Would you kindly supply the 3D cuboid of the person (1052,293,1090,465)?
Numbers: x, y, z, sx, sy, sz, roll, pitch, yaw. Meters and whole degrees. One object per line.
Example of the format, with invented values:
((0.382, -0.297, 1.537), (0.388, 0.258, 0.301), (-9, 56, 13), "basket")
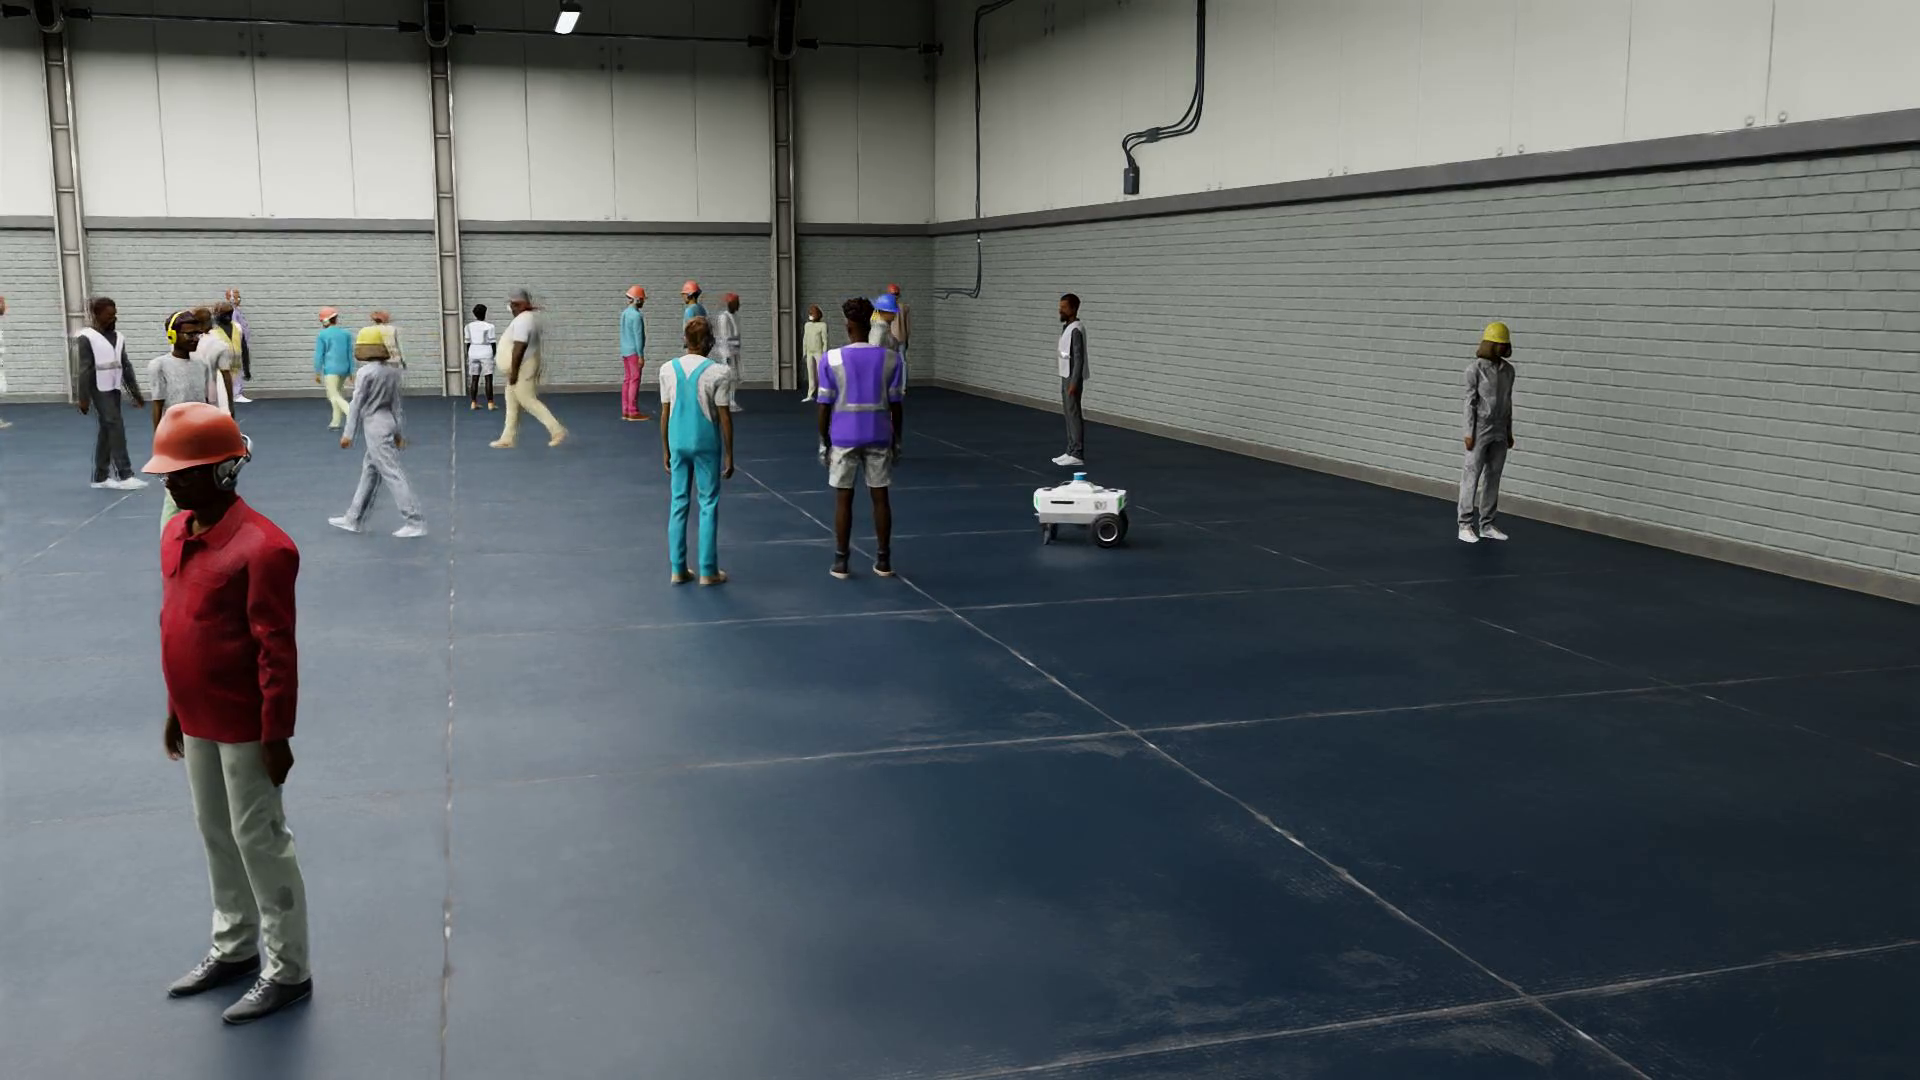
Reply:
((1.258, -1.796, 18.651), (0.378, 1.917, 0.598), (-1, 9, -6), "person")

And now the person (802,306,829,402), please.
((-2.452, -3.148, 28.187), (0.498, 1.633, 0.283), (6, 11, 32), "person")

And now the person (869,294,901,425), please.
((-0.861, -1.760, 18.420), (0.498, 1.925, 0.582), (-2, 9, -10), "person")

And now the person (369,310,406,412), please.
((-8.739, -2.699, 25.384), (0.506, 1.605, 0.531), (7, 11, 37), "person")

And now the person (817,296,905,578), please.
((-0.689, -0.708, 11.581), (0.615, 1.959, 0.371), (-2, 9, -13), "person")

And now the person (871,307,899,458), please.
((-0.909, -1.779, 19.058), (0.336, 1.760, 0.523), (8, 12, 41), "person")

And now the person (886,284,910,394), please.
((-1.185, -3.608, 29.968), (0.610, 1.996, 0.378), (-5, 10, -31), "person")

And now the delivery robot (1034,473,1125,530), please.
((0.937, -0.284, 13.044), (0.707, 0.478, 0.477), (1, 9, 8), "delivery robot")

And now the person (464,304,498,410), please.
((-7.618, -2.905, 26.467), (0.537, 1.693, 0.319), (2, 9, 14), "person")

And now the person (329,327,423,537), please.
((-4.749, -0.870, 13.455), (0.905, 1.695, 0.491), (1, 9, 8), "person")

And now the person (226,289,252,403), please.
((-12.240, -3.274, 28.125), (0.409, 1.908, 0.647), (-5, 10, -30), "person")

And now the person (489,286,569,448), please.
((-5.311, -2.129, 20.392), (0.897, 2.000, 0.681), (-2, 9, -14), "person")

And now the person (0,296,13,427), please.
((-13.513, -2.494, 23.261), (0.400, 1.865, 0.601), (-4, 10, -24), "person")

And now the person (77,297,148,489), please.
((-8.317, -1.439, 16.446), (0.765, 1.895, 0.598), (1, 9, 5), "person")

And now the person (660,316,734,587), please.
((-1.775, -0.593, 11.266), (0.517, 1.834, 0.364), (2, 9, 13), "person")

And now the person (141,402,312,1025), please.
((-2.081, 0.481, 4.690), (0.568, 1.743, 0.349), (7, 11, 37), "person")

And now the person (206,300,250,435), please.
((-9.777, -2.264, 22.017), (0.823, 1.810, 0.646), (5, 10, 30), "person")

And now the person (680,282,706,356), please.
((-4.102, -2.936, 25.528), (0.384, 2.041, 0.615), (2, 9, 10), "person")

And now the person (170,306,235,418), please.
((-7.220, -1.300, 15.780), (0.577, 1.830, 0.685), (-2, 9, -11), "person")

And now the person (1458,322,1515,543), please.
((4.203, -0.850, 13.183), (0.492, 1.741, 0.318), (-4, 10, -26), "person")

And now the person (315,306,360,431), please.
((-8.465, -2.320, 22.639), (0.720, 1.722, 0.585), (4, 10, 25), "person")

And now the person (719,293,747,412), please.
((-3.566, -2.933, 26.064), (0.400, 1.871, 0.585), (3, 9, 17), "person")

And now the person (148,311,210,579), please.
((-5.359, -0.648, 11.530), (0.326, 1.861, 0.518), (4, 10, 24), "person")

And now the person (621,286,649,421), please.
((-4.795, -2.752, 24.585), (0.431, 1.979, 0.599), (-5, 10, -31), "person")
